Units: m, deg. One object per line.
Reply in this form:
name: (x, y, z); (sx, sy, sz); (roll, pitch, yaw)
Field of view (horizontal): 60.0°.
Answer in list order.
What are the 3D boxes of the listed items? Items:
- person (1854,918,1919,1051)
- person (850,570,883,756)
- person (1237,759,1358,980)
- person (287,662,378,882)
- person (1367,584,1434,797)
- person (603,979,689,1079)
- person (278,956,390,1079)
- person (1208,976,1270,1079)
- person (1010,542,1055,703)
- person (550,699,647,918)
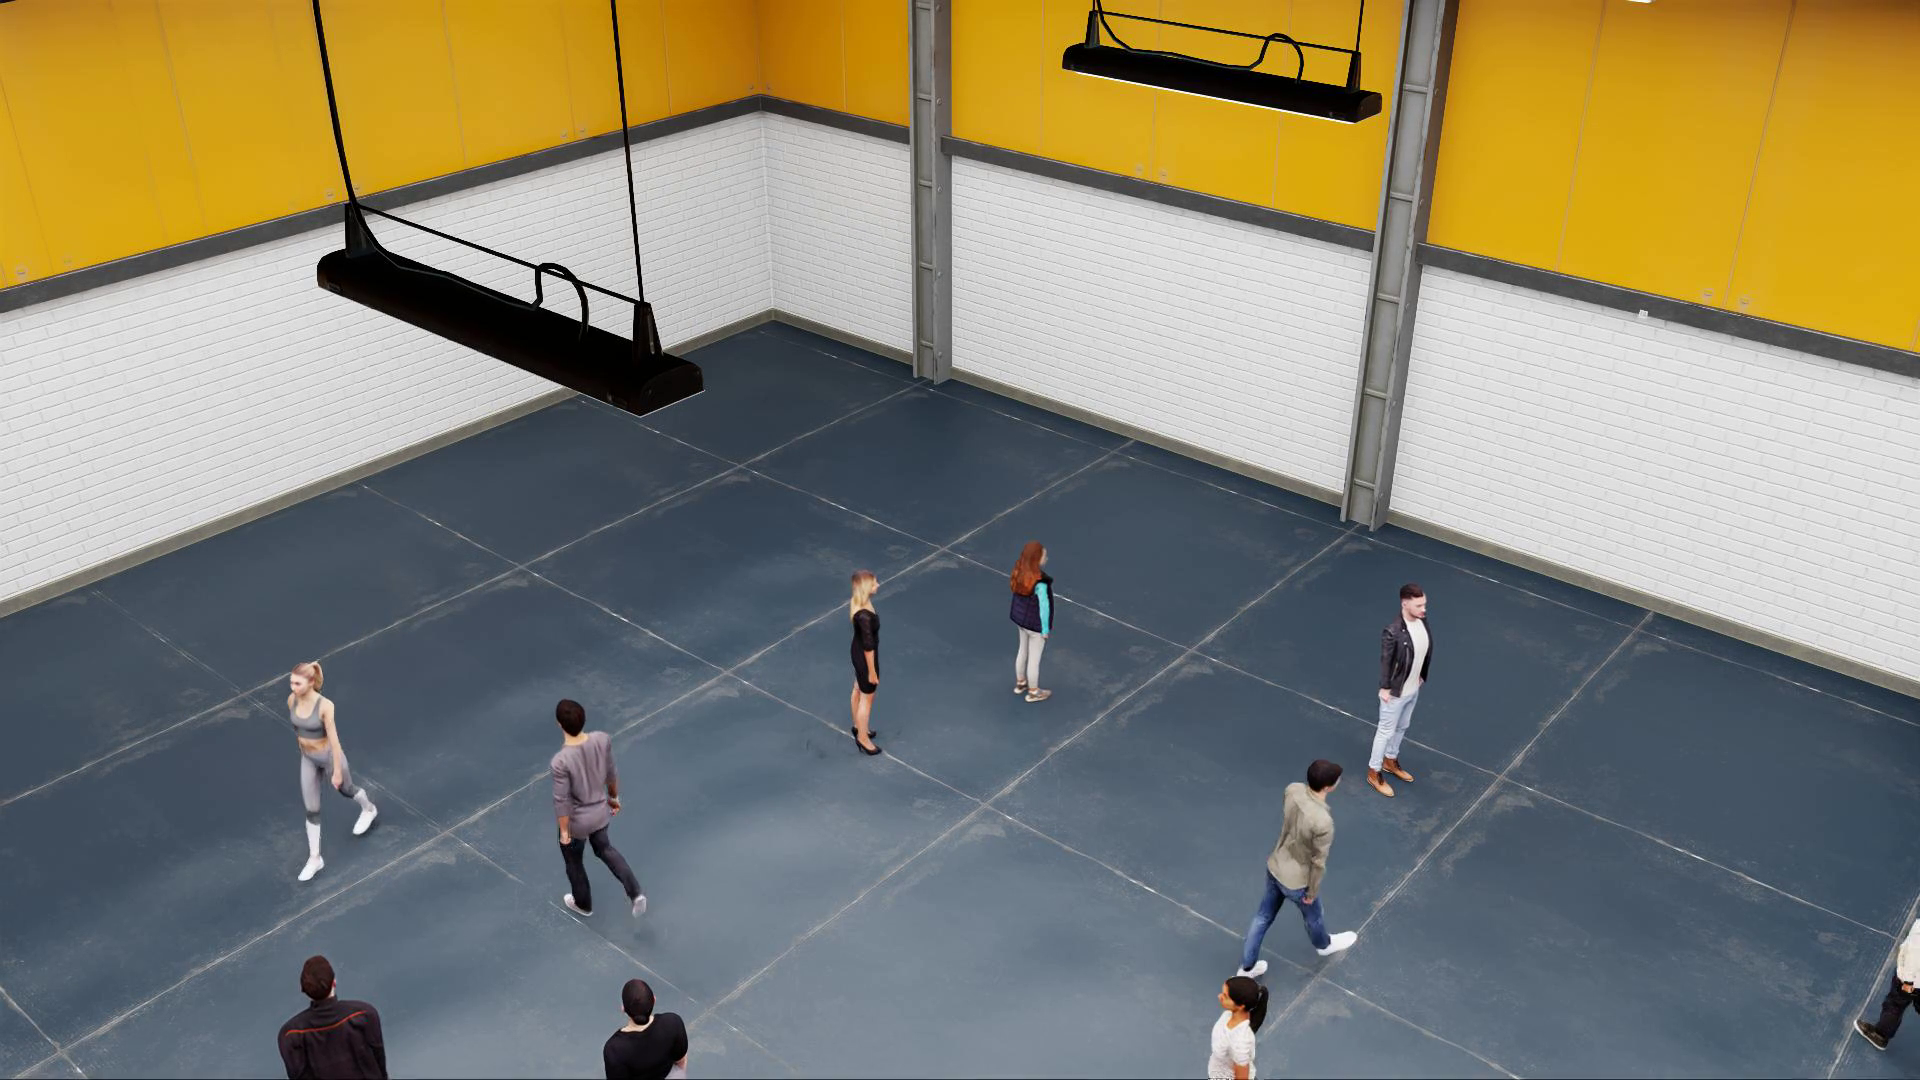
person: (6.185, 2.766, 10.571); (0.797, 1.440, 0.958); (-13, 31, -22)
person: (-0.780, 0.980, 13.601); (0.681, 1.675, 0.595); (-6, 29, -10)
person: (2.152, 2.263, 11.118); (1.047, 1.800, 1.212); (-16, 33, -27)
person: (-4.696, 1.622, 12.438); (1.129, 1.661, 0.943); (9, 30, 16)
person: (3.475, 1.142, 13.134); (0.685, 1.836, 0.581); (-23, 36, -36)
person: (-1.747, 3.198, 9.445); (0.724, 1.760, 0.695); (-20, 34, -32)
person: (-3.474, 3.122, 9.422); (0.775, 1.915, 0.759); (-11, 31, -20)
person: (1.666, 3.177, 9.651); (1.201, 1.600, 0.927); (6, 29, 10)
person: (0.616, 0.690, 14.314); (0.708, 1.500, 0.609); (-16, 32, -26)
person: (-2.577, 1.947, 11.661); (0.927, 1.835, 0.679); (21, 35, 33)
